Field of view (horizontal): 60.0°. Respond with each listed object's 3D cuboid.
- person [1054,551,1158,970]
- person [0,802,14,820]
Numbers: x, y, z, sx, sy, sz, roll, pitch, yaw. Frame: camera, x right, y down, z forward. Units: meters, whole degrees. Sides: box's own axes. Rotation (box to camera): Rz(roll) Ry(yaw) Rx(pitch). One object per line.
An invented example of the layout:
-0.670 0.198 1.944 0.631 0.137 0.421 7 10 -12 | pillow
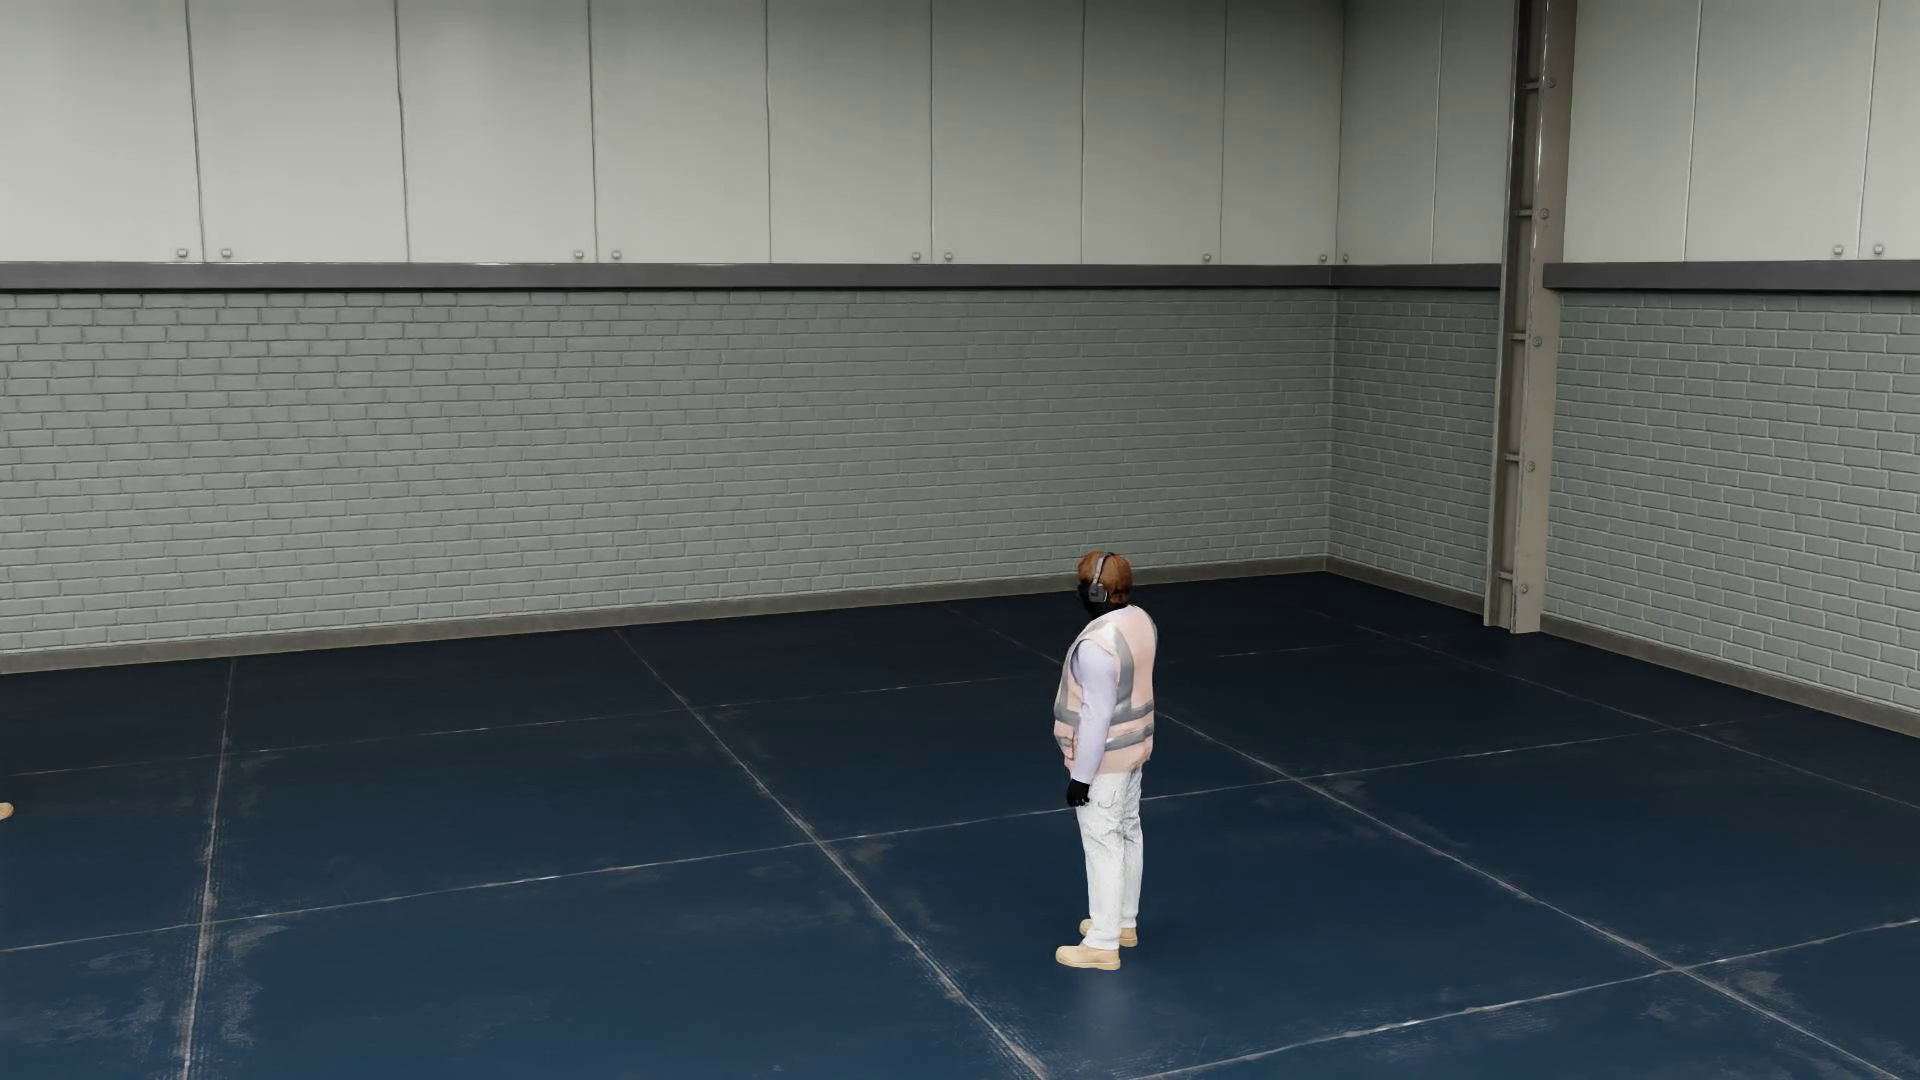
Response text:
0.626 0.958 7.321 0.429 1.845 0.621 4 10 25 | person
-5.586 0.671 9.128 0.619 1.845 0.430 1 9 3 | person
